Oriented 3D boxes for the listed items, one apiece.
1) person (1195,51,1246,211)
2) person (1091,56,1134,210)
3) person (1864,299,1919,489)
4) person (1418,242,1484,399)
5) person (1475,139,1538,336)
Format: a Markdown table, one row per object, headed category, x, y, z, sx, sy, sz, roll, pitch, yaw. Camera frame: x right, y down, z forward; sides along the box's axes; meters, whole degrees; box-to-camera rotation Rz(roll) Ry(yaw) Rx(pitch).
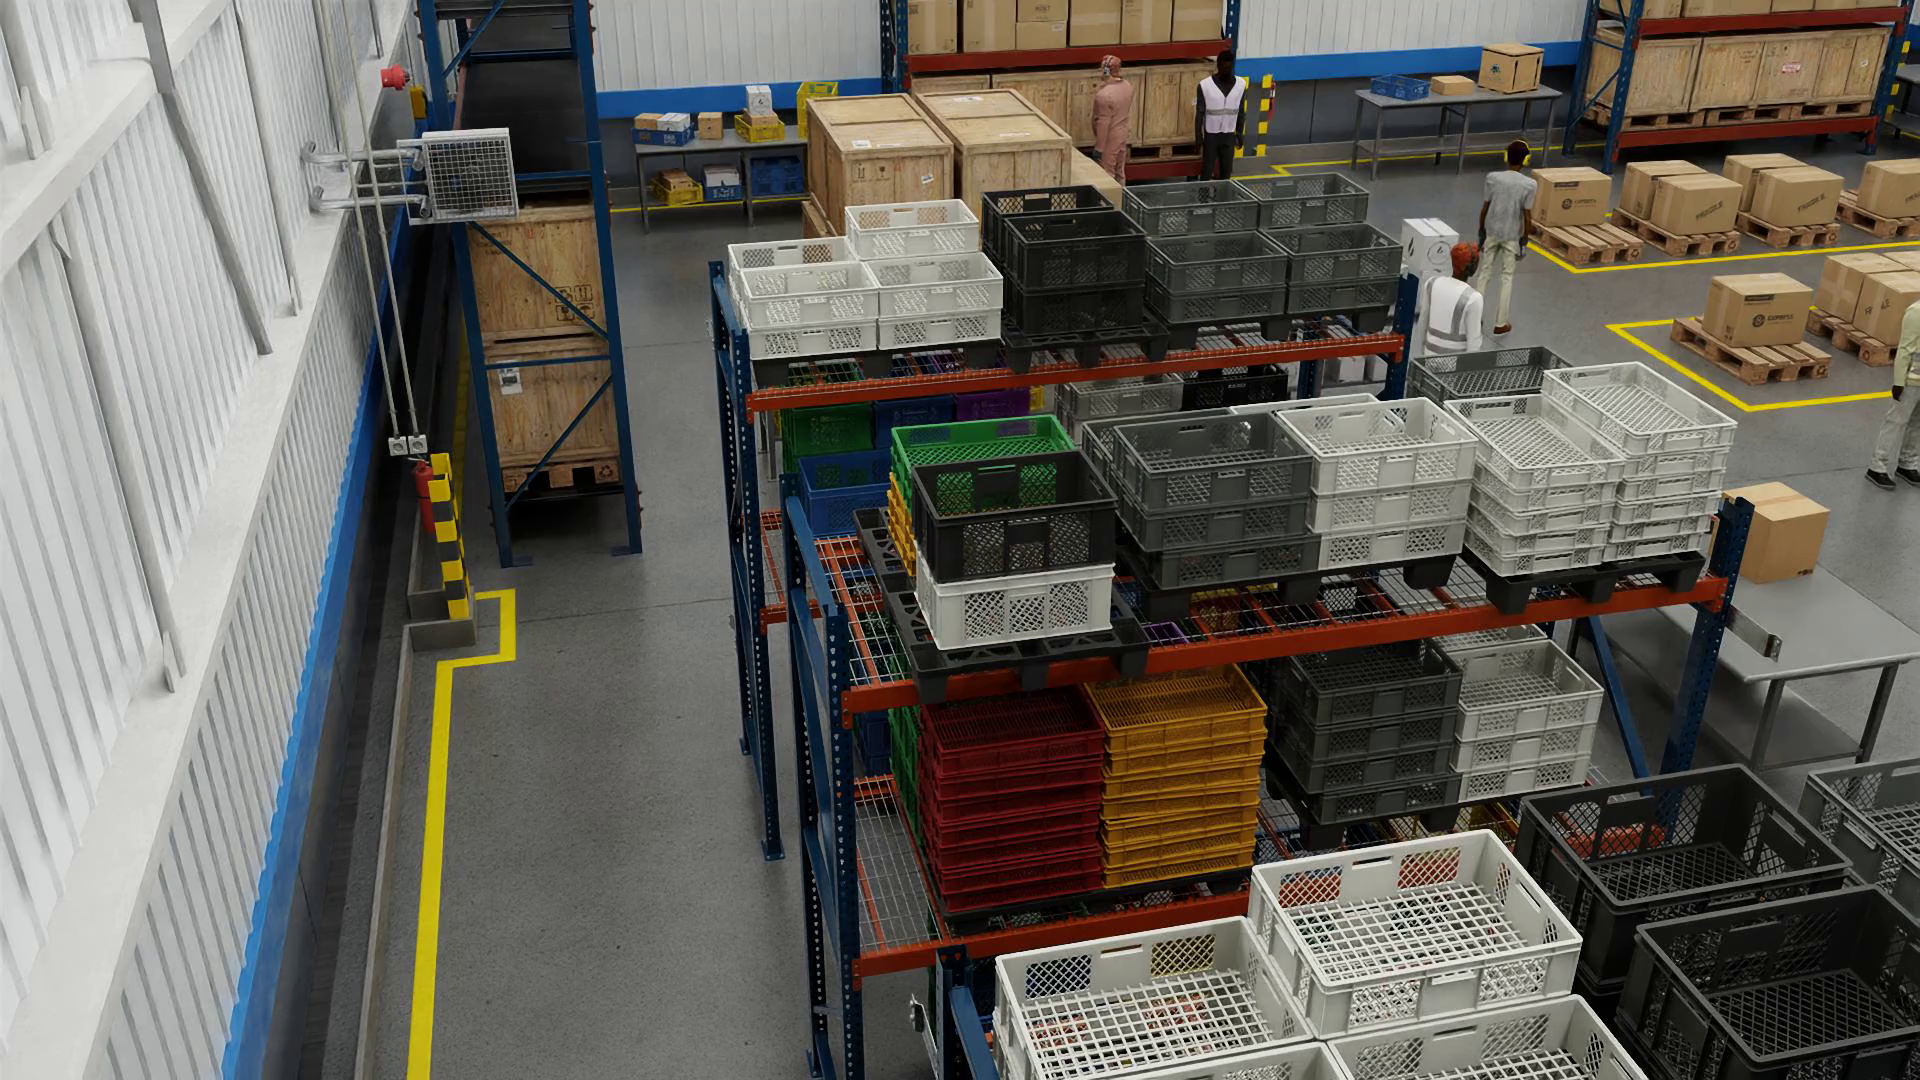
| category | x | y | z | sx | sy | sz | roll | pitch | yaw |
| --- | --- | --- | --- | --- | --- | --- | --- | --- | --- |
| person | 2.975 | -4.669 | 19.138 | 0.597 | 1.908 | 0.409 | -7 | 29 | -12 |
| person | 1.679 | -4.517 | 18.854 | 0.402 | 1.901 | 0.638 | 17 | 32 | 29 |
| person | 7.421 | -1.265 | 12.768 | 0.595 | 1.827 | 0.403 | -7 | 29 | -13 |
| person | 3.798 | -1.402 | 12.960 | 0.337 | 1.882 | 0.583 | -16 | 32 | -27 |
| person | 5.148 | -2.859 | 15.760 | 0.494 | 1.854 | 0.330 | 18 | 33 | 30 |
